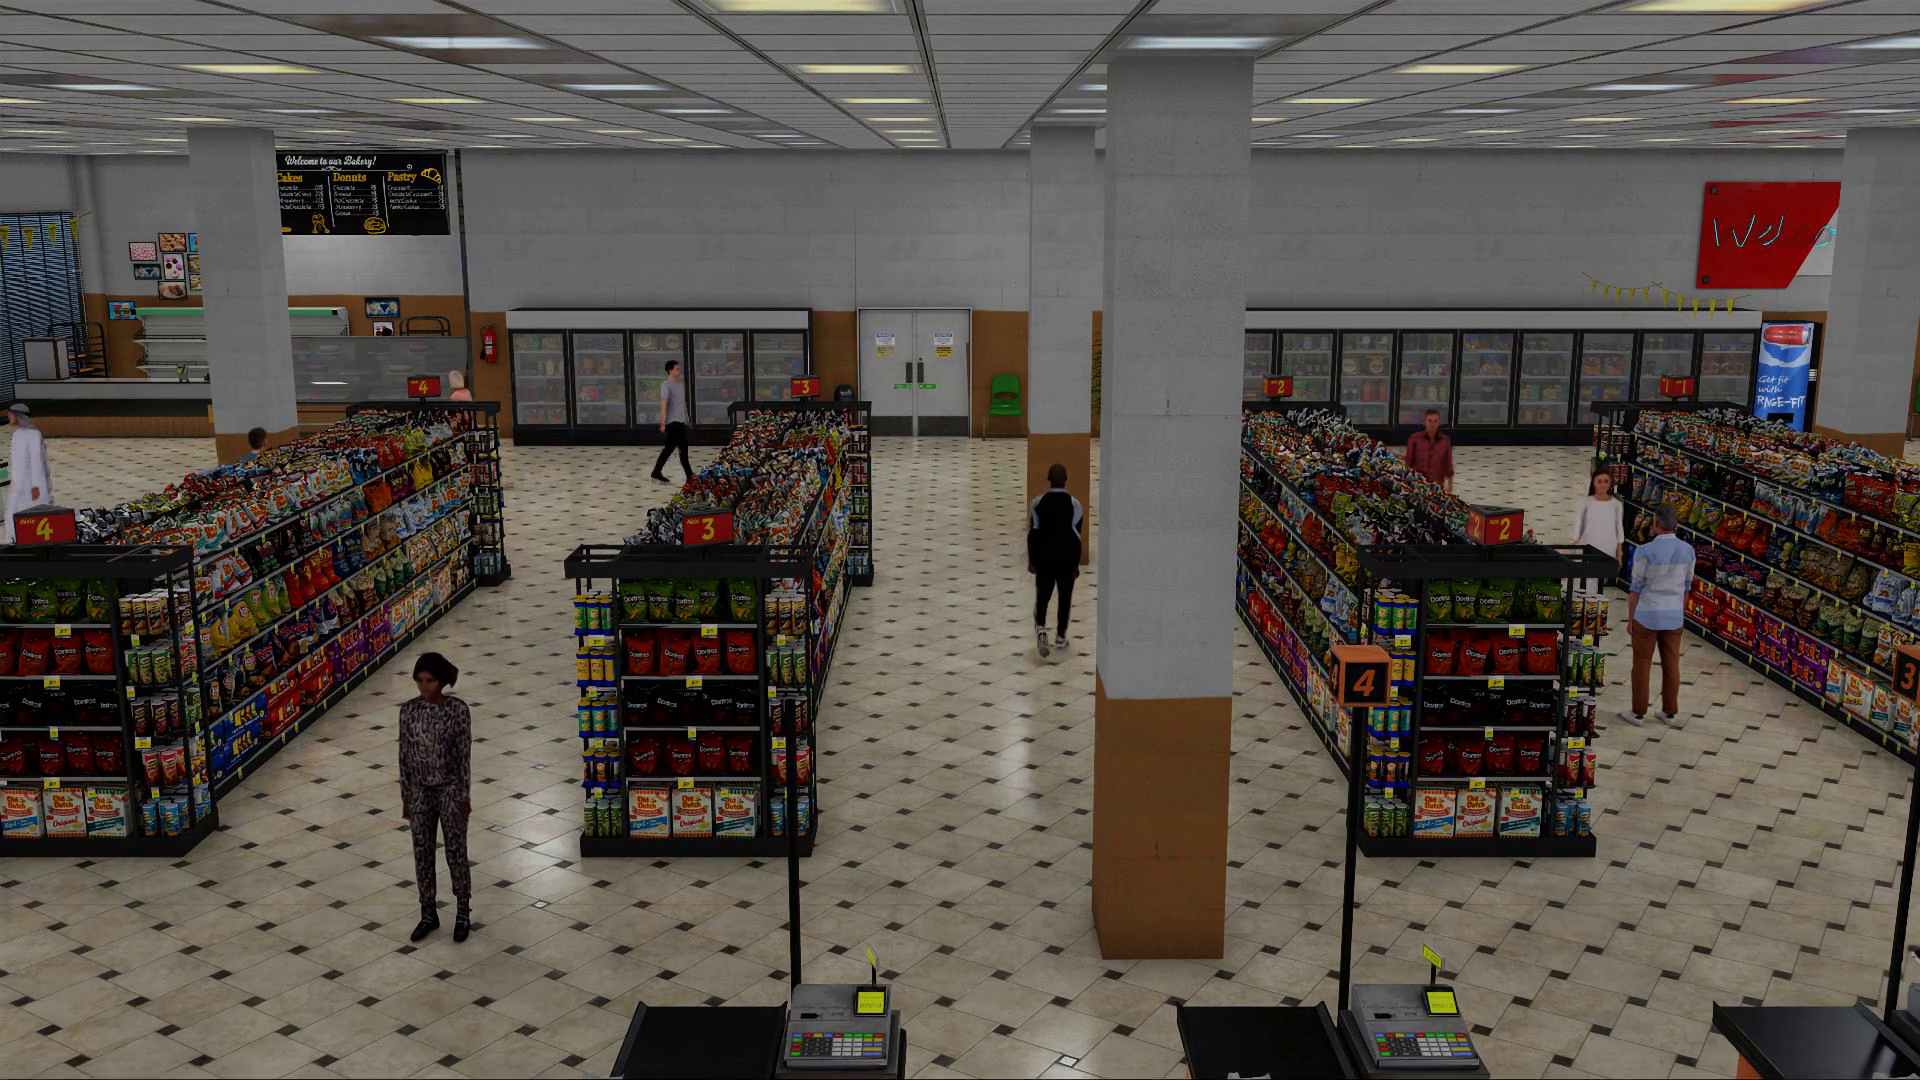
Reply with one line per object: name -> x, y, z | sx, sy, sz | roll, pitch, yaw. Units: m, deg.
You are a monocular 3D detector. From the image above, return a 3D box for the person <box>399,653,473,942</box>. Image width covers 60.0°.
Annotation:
person -> -3.034, 1.485, 9.674 | 0.582, 1.717, 0.567 | 1, 12, 4

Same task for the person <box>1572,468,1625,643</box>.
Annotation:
person -> 6.201, 0.134, 16.241 | 0.697, 1.655, 1.088 | 2, 12, 7

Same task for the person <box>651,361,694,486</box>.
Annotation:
person -> -4.299, -1.710, 24.590 | 0.991, 1.824, 1.187 | 4, 13, 19

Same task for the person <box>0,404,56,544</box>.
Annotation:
person -> -10.643, -0.615, 19.202 | 1.041, 1.901, 1.230 | 7, 14, 31

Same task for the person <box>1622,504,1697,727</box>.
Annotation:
person -> 5.698, 0.613, 13.556 | 0.694, 1.824, 0.603 | -1, 12, -7

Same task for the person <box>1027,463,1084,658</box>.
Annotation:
person -> 0.876, 0.199, 15.573 | 0.825, 1.803, 1.126 | 3, 12, 12

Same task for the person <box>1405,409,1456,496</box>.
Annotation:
person -> 5.484, -0.650, 19.594 | 0.729, 1.809, 0.894 | 1, 12, 3
